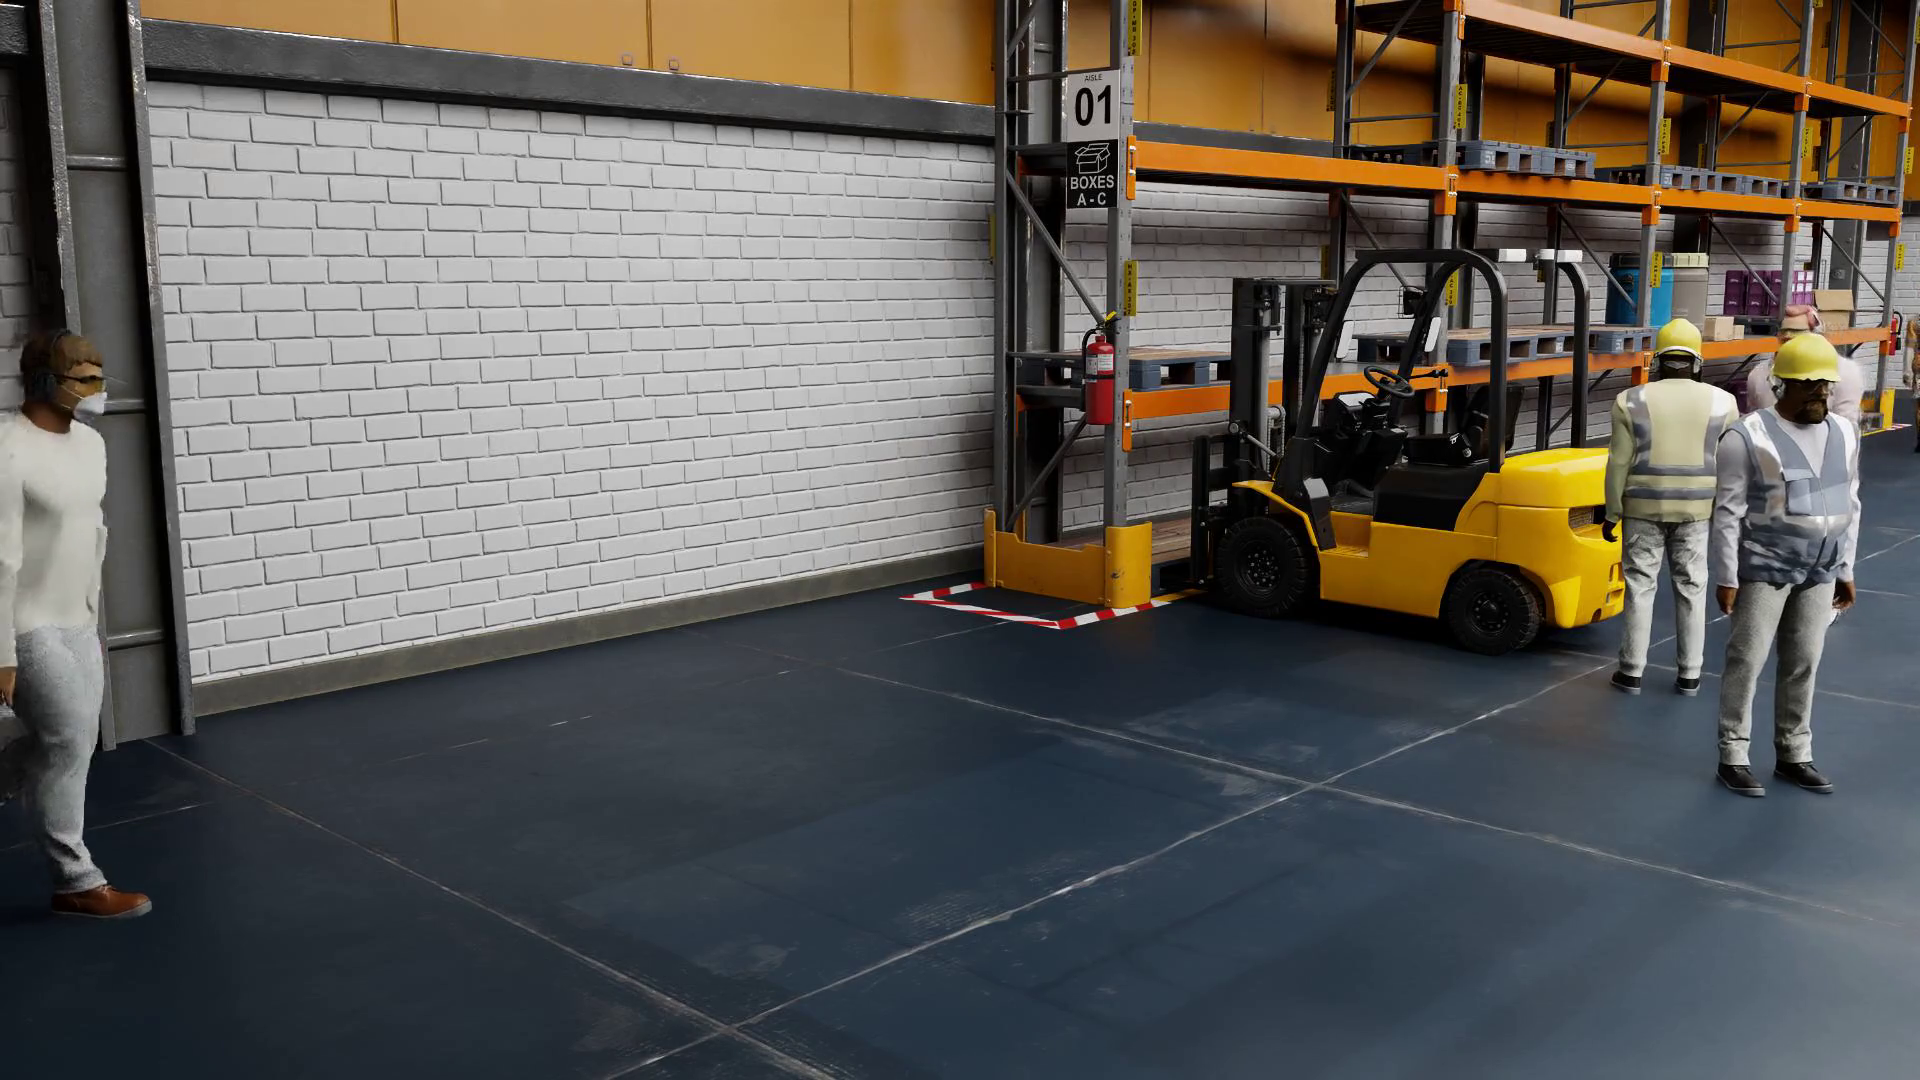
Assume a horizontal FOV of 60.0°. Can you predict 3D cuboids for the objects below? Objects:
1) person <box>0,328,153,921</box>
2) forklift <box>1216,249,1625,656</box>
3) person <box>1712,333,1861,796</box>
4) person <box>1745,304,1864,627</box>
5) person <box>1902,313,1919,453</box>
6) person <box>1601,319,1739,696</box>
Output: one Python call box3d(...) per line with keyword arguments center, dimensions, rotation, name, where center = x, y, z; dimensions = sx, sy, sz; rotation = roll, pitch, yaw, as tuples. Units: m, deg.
box3d(center=(-2.991, 0.282, 5.250), dimensions=(0.700, 1.905, 0.639), rotation=(0, 9, 0), name="person")
box3d(center=(2.710, -0.584, 9.626), dimensions=(2.313, 2.155, 1.214), rotation=(9, 13, 43), name="forklift")
box3d(center=(3.250, 0.105, 6.541), dimensions=(0.594, 1.826, 0.403), rotation=(-2, 9, -10), name="person")
box3d(center=(4.734, -0.388, 9.394), dimensions=(0.642, 1.879, 0.864), rotation=(9, 13, 44), name="person")
box3d(center=(10.933, -1.937, 18.741), dimensions=(0.565, 1.919, 0.400), rotation=(4, 10, 23), name="person")
box3d(center=(3.430, -0.151, 8.076), dimensions=(0.603, 1.830, 0.404), rotation=(2, 9, 11), name="person")
